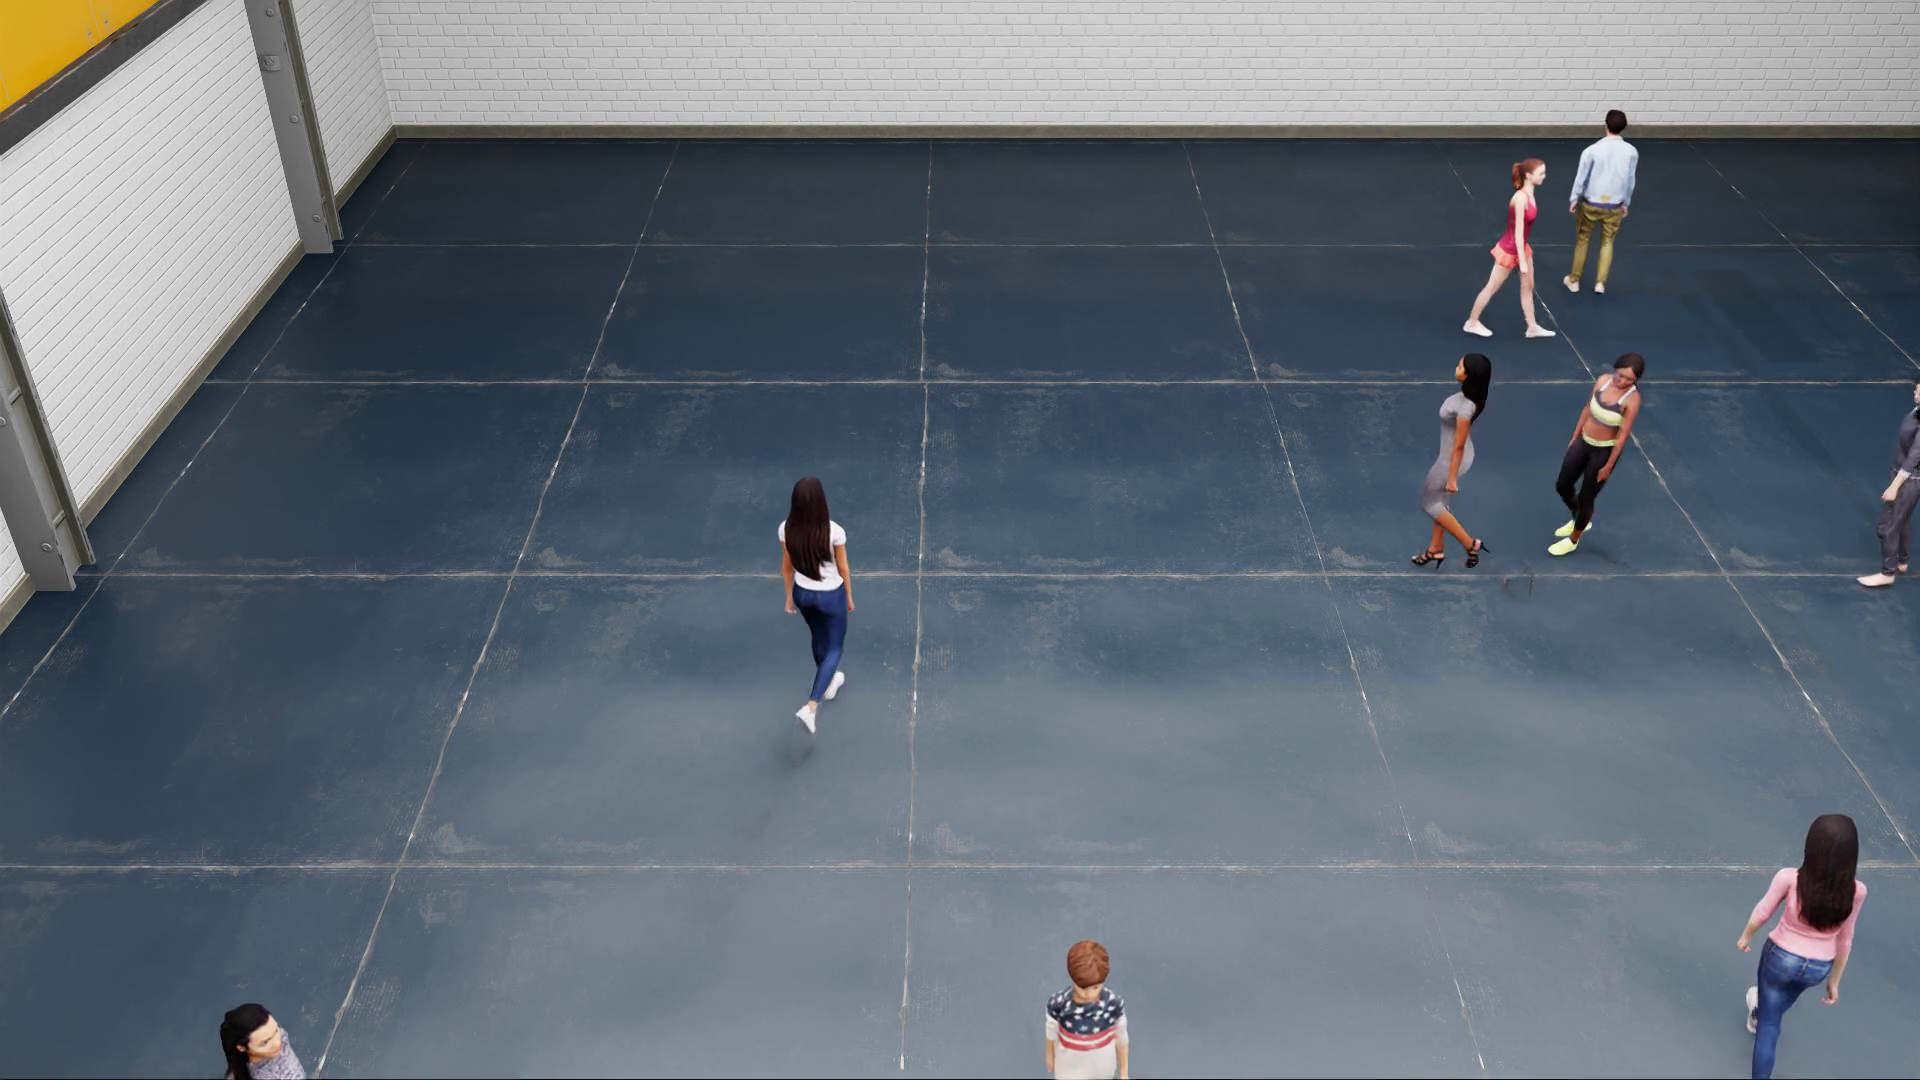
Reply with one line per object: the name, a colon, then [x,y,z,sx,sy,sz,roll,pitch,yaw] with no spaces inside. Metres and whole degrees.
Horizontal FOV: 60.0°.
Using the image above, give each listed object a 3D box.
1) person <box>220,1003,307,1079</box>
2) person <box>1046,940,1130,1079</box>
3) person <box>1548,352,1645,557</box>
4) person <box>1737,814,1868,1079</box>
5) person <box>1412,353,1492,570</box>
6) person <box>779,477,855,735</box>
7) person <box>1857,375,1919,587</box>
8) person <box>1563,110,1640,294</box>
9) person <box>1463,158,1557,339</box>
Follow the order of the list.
person: [-3.028,2.611,7.202,0.912,1.688,1.100,11,35,16]
person: [0.587,2.378,7.808,0.600,1.405,0.973,-3,34,-5]
person: [4.648,-0.629,12.034,0.801,1.736,0.727,-10,35,-14]
person: [4.004,2.095,7.961,0.742,1.707,1.110,7,34,11]
person: [3.581,-0.503,11.814,0.837,1.769,0.822,17,37,24]
person: [-0.902,0.426,10.430,0.824,1.755,1.104,10,35,14]
person: [6.754,-0.430,11.747,0.805,1.721,0.938,-28,43,-35]
person: [6.102,-3.175,15.799,0.743,1.808,0.705,5,34,7]
person: [4.909,-2.616,15.037,0.950,1.720,1.039,19,38,26]
